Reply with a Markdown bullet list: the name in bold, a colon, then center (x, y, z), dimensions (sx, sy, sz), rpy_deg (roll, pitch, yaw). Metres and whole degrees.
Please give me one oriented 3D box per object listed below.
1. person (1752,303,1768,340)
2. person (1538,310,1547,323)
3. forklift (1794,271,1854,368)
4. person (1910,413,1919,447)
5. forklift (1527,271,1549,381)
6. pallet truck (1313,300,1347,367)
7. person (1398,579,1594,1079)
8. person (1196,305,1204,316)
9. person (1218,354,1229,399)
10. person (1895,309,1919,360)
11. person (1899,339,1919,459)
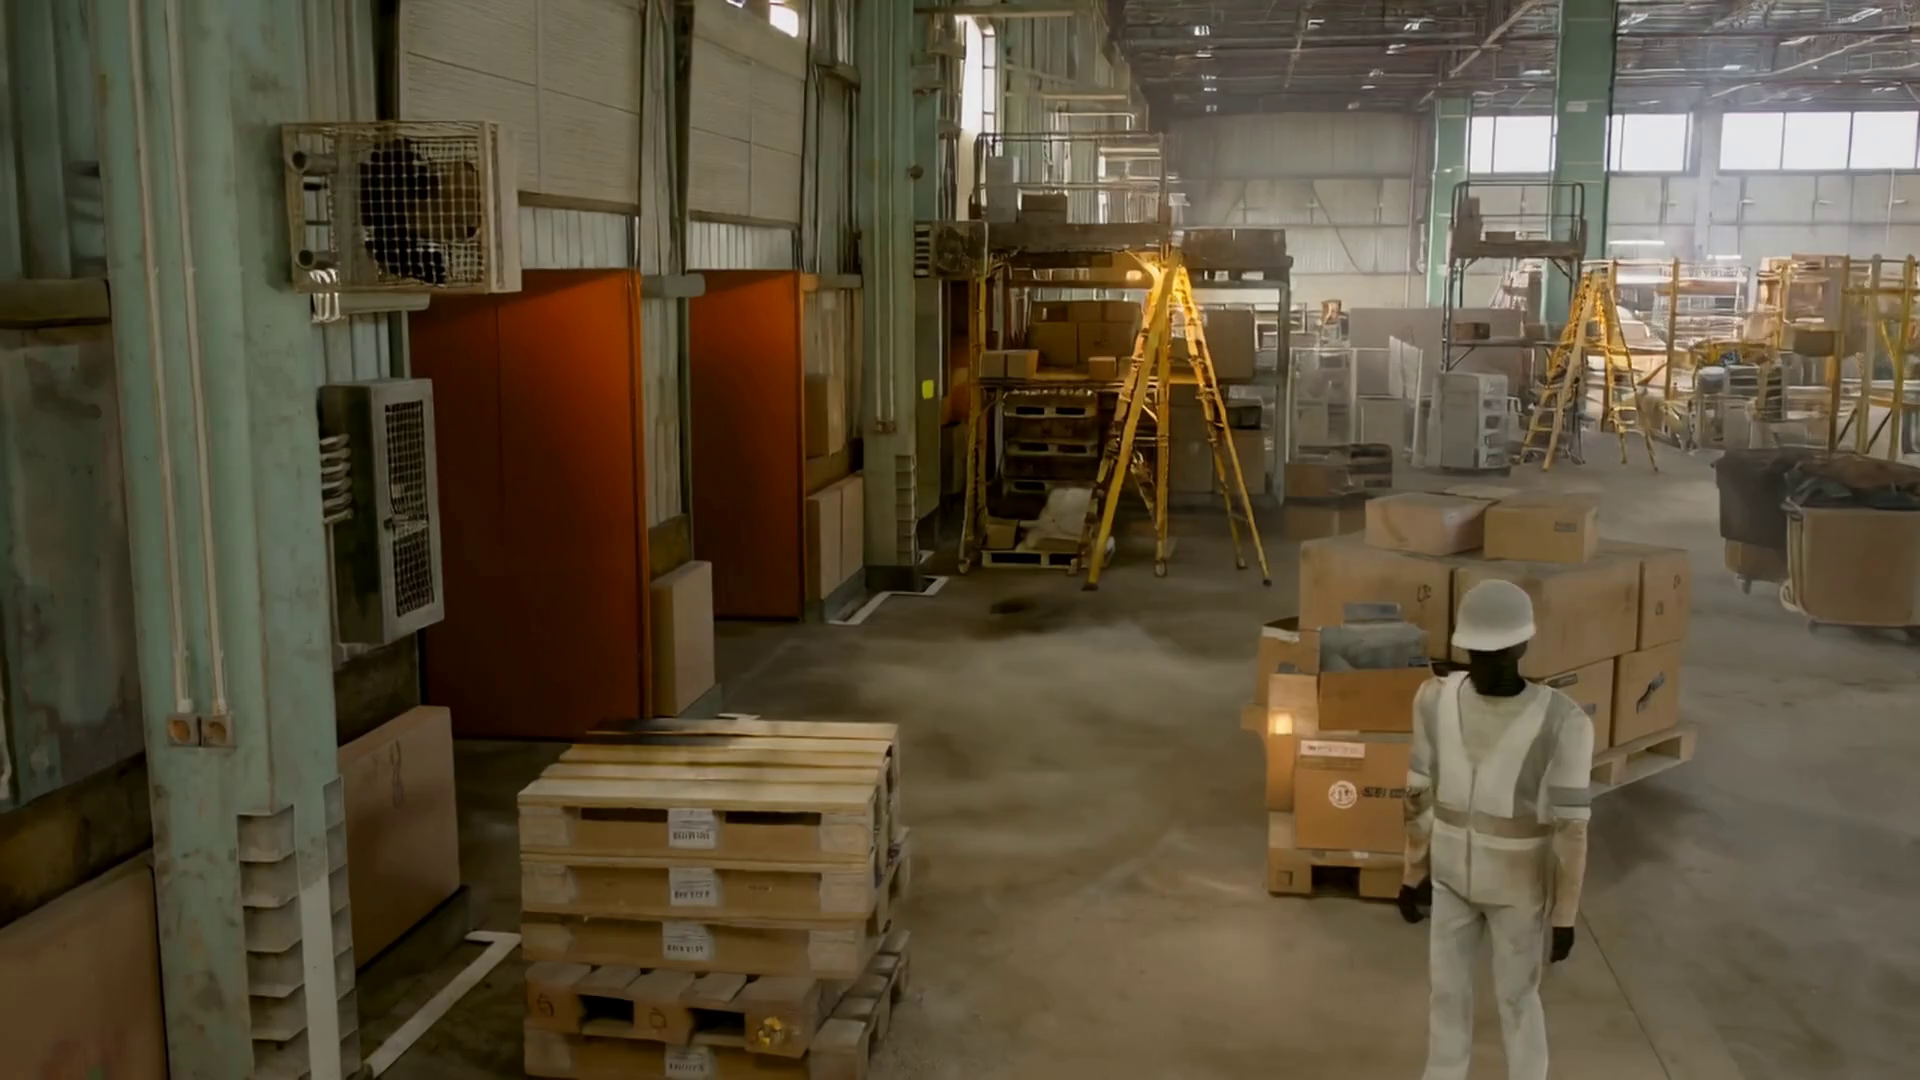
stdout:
- **person**: center (22.392, -5.673, 46.696), dimensions (0.601, 1.927, 0.627), rpy_deg (0, 9, -2)
- **person**: center (16.058, -5.443, 45.586), dimensions (0.571, 1.848, 0.931), rpy_deg (-2, 9, -12)
- **forklift**: center (25.215, -6.340, 47.865), dimensions (1.873, 2.768, 1.129), rpy_deg (0, 9, 2)
- **person**: center (15.635, -2.366, 26.876), dimensions (0.484, 1.739, 0.320), rpy_deg (-4, 10, -24)
- **forklift**: center (14.697, -5.355, 41.795), dimensions (1.873, 2.768, 1.129), rpy_deg (-5, 11, -30)
- **pallet truck**: center (11.159, -6.200, 49.718), dimensions (0.823, 1.965, 1.885), rpy_deg (4, 10, 26)
- **person**: center (1.641, 1.061, 5.192), dimensions (0.398, 1.918, 0.590), rpy_deg (-9, 13, -44)
- **person**: center (6.393, -5.332, 44.590), dimensions (0.544, 1.929, 0.386), rpy_deg (-7, 12, -39)
- **person**: center (5.571, -3.612, 34.886), dimensions (0.315, 1.634, 0.517), rpy_deg (-3, 10, -16)
- **person**: center (22.554, -4.531, 39.611), dimensions (0.544, 1.938, 0.356), rpy_deg (7, 12, 37)
- **person**: center (14.518, -2.138, 25.224), dimensions (0.713, 1.816, 0.538), rpy_deg (-9, 13, -43)
